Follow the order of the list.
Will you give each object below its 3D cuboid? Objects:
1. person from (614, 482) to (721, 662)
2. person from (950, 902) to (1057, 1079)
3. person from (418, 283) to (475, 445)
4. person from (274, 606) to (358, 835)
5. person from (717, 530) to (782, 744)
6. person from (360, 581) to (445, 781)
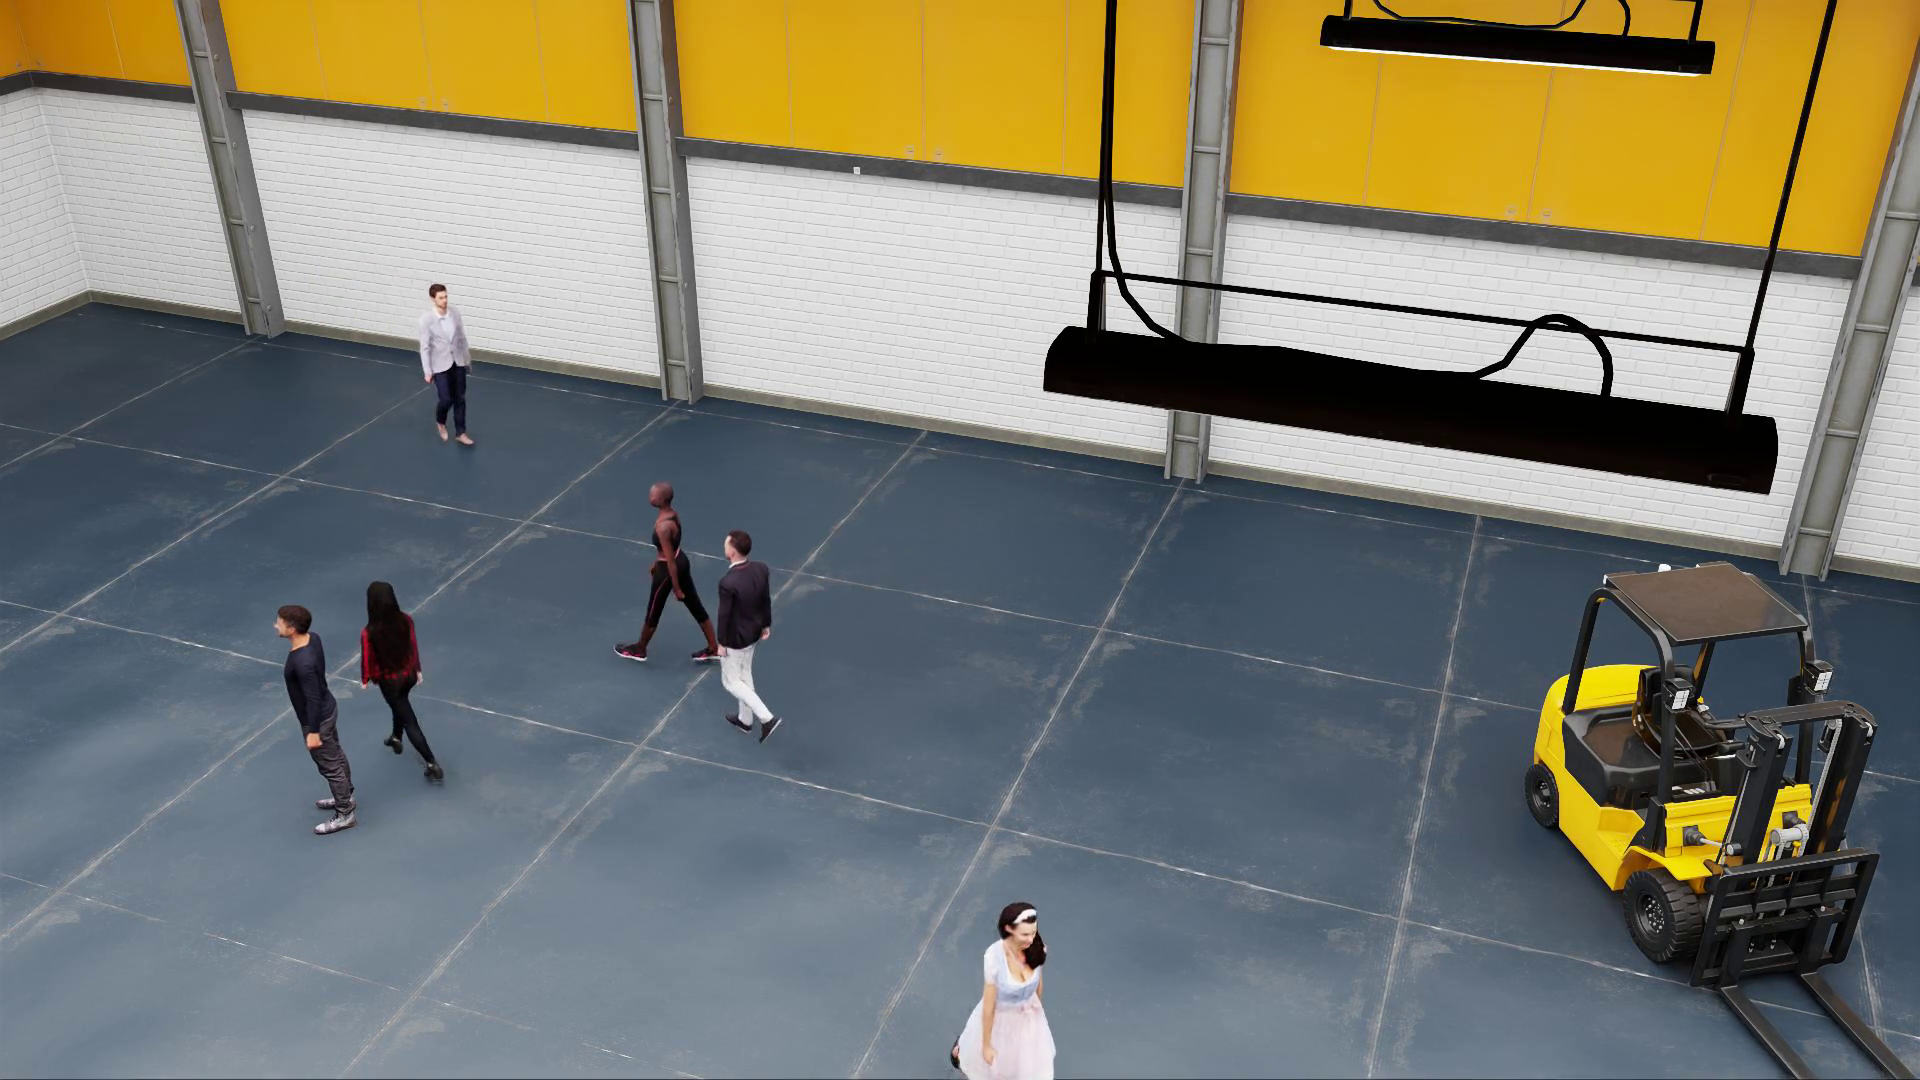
[{"bbox_3d":[-2.323,0.312,14.048,1.235,1.711,0.817,2,29,4],"label":"person"},{"bbox_3d":[0.225,2.751,9.495,1.121,1.788,1.185,-12,31,-20],"label":"person"},{"bbox_3d":[-5.590,-1.915,17.993,0.855,1.843,0.828,25,37,38],"label":"person"},{"bbox_3d":[-4.667,1.280,12.108,0.736,1.870,0.723,-6,29,-11],"label":"person"},{"bbox_3d":[-1.648,0.794,13.043,1.001,1.828,0.840,21,35,33],"label":"person"},{"bbox_3d":[-4.233,1.114,12.676,1.085,1.616,0.744,18,33,30],"label":"person"}]
